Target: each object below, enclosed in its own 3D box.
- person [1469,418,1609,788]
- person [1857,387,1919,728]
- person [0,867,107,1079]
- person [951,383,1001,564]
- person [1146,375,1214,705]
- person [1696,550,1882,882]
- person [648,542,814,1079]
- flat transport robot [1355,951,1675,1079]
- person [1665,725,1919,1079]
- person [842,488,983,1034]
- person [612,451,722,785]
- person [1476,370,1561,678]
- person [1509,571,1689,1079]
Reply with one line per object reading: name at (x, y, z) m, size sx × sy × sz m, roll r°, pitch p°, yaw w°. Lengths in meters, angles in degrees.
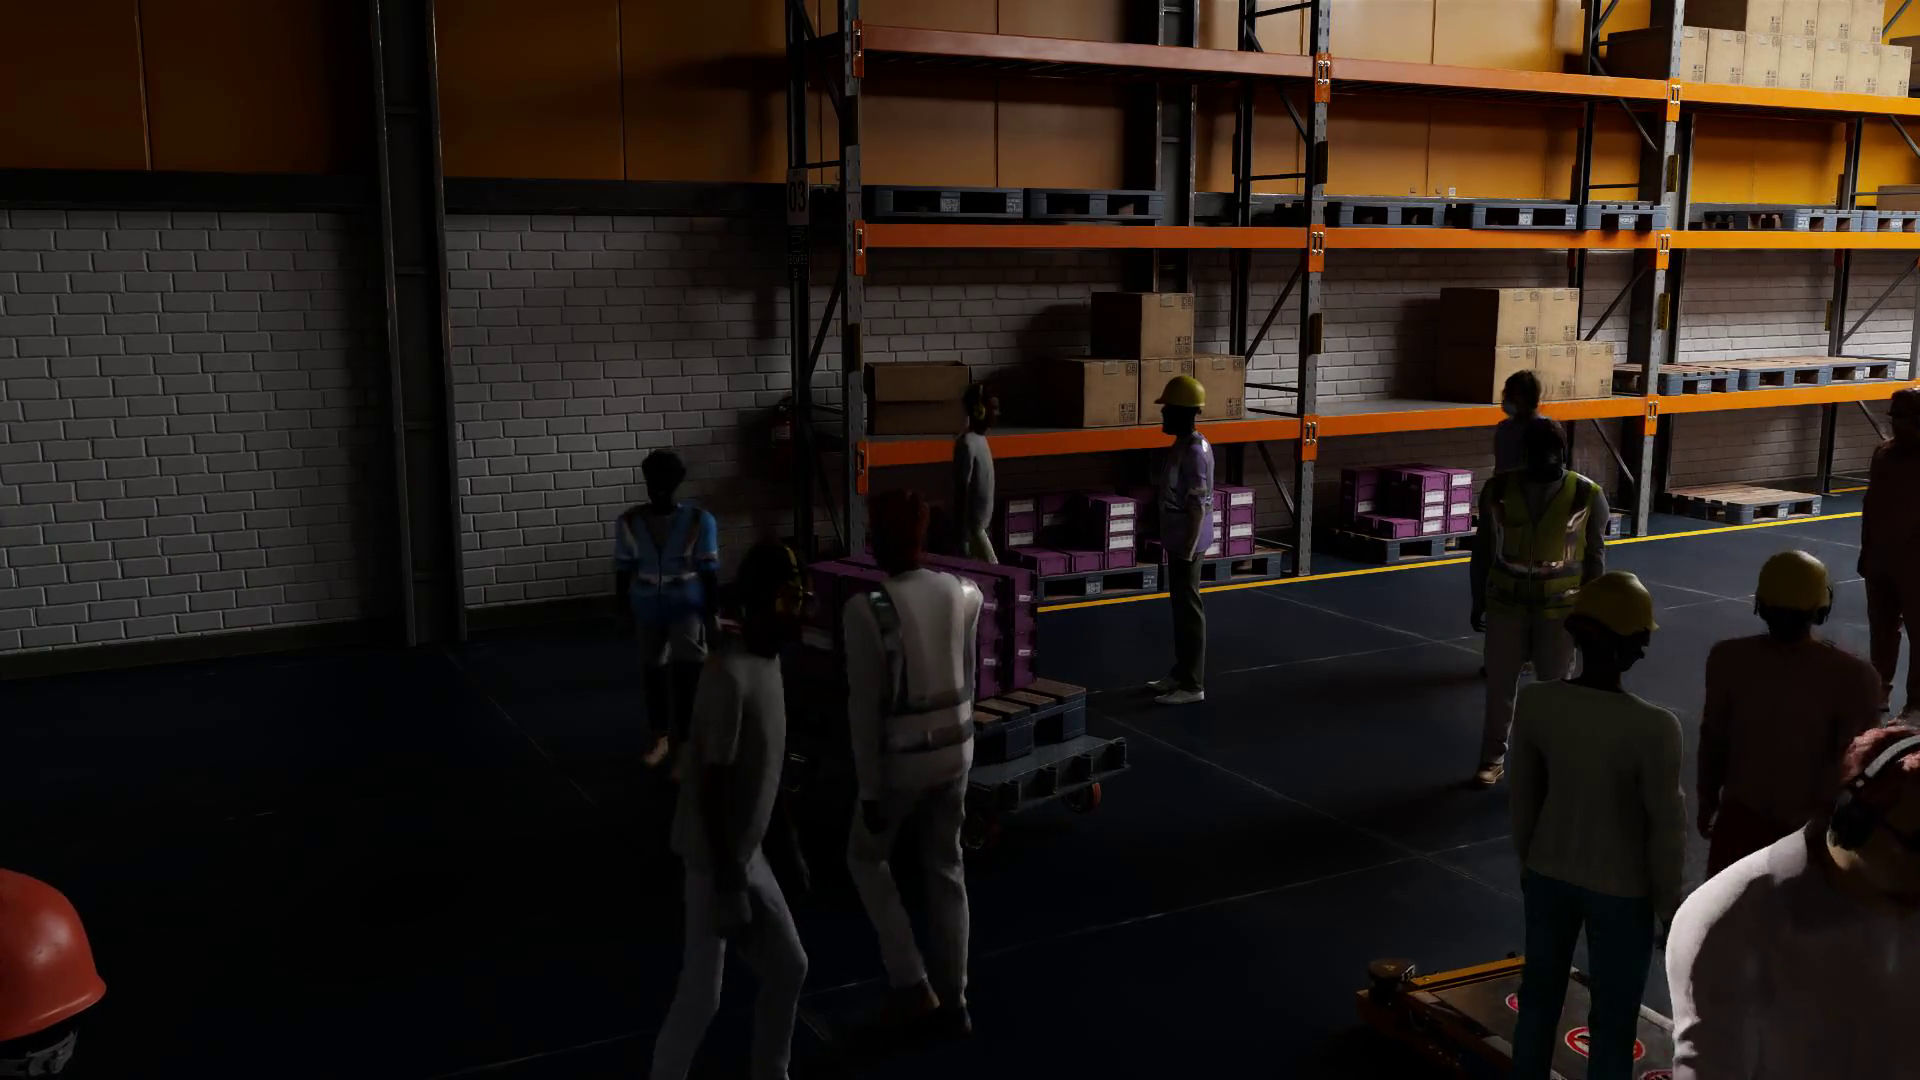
person at (2.801, 0.327, 8.131) m, size 0.629 × 1.845 × 0.429 m, roll 5°, pitch 11°, yaw 25°
person at (5.258, 0.099, 9.280) m, size 0.400 × 1.900 × 0.644 m, roll -2°, pitch 10°, yaw -13°
person at (-1.139, 1.331, 2.074) m, size 0.360 × 1.939 × 0.543 m, roll 2°, pitch 10°, yaw 9°
person at (0.002, -0.089, 10.578) m, size 0.885 × 1.837 × 0.526 m, roll 1°, pitch 10°, yaw 6°
person at (1.300, 0.001, 9.757) m, size 0.364 × 1.930 × 0.588 m, roll 0°, pitch 10°, yaw 0°
person at (2.538, 0.888, 5.178) m, size 0.543 × 1.729 × 0.750 m, roll 8°, pitch 12°, yaw 37°
person at (-0.626, 0.924, 4.731) m, size 0.626 × 1.828 × 0.556 m, roll 2°, pitch 10°, yaw 10°
flat transport robot at (1.934, 1.624, 5.181) m, size 0.652 × 0.197 × 1.431 m, roll -4°, pitch 11°, yaw -23°
person at (1.595, 1.223, 2.960) m, size 0.660 × 1.841 × 0.952 m, roll 1°, pitch 10°, yaw 4°
person at (-0.151, 0.756, 5.595) m, size 0.568 × 1.869 × 0.458 m, roll -7°, pitch 12°, yaw -34°
person at (-1.468, 0.385, 8.301) m, size 0.569 × 1.666 × 0.695 m, roll 1°, pitch 10°, yaw 7°
person at (3.503, -0.092, 10.296) m, size 0.505 × 1.927 × 0.648 m, roll -2°, pitch 10°, yaw -10°
person at (1.794, 0.961, 4.703) m, size 0.308 × 1.769 × 0.524 m, roll -8°, pitch 12°, yaw -38°
